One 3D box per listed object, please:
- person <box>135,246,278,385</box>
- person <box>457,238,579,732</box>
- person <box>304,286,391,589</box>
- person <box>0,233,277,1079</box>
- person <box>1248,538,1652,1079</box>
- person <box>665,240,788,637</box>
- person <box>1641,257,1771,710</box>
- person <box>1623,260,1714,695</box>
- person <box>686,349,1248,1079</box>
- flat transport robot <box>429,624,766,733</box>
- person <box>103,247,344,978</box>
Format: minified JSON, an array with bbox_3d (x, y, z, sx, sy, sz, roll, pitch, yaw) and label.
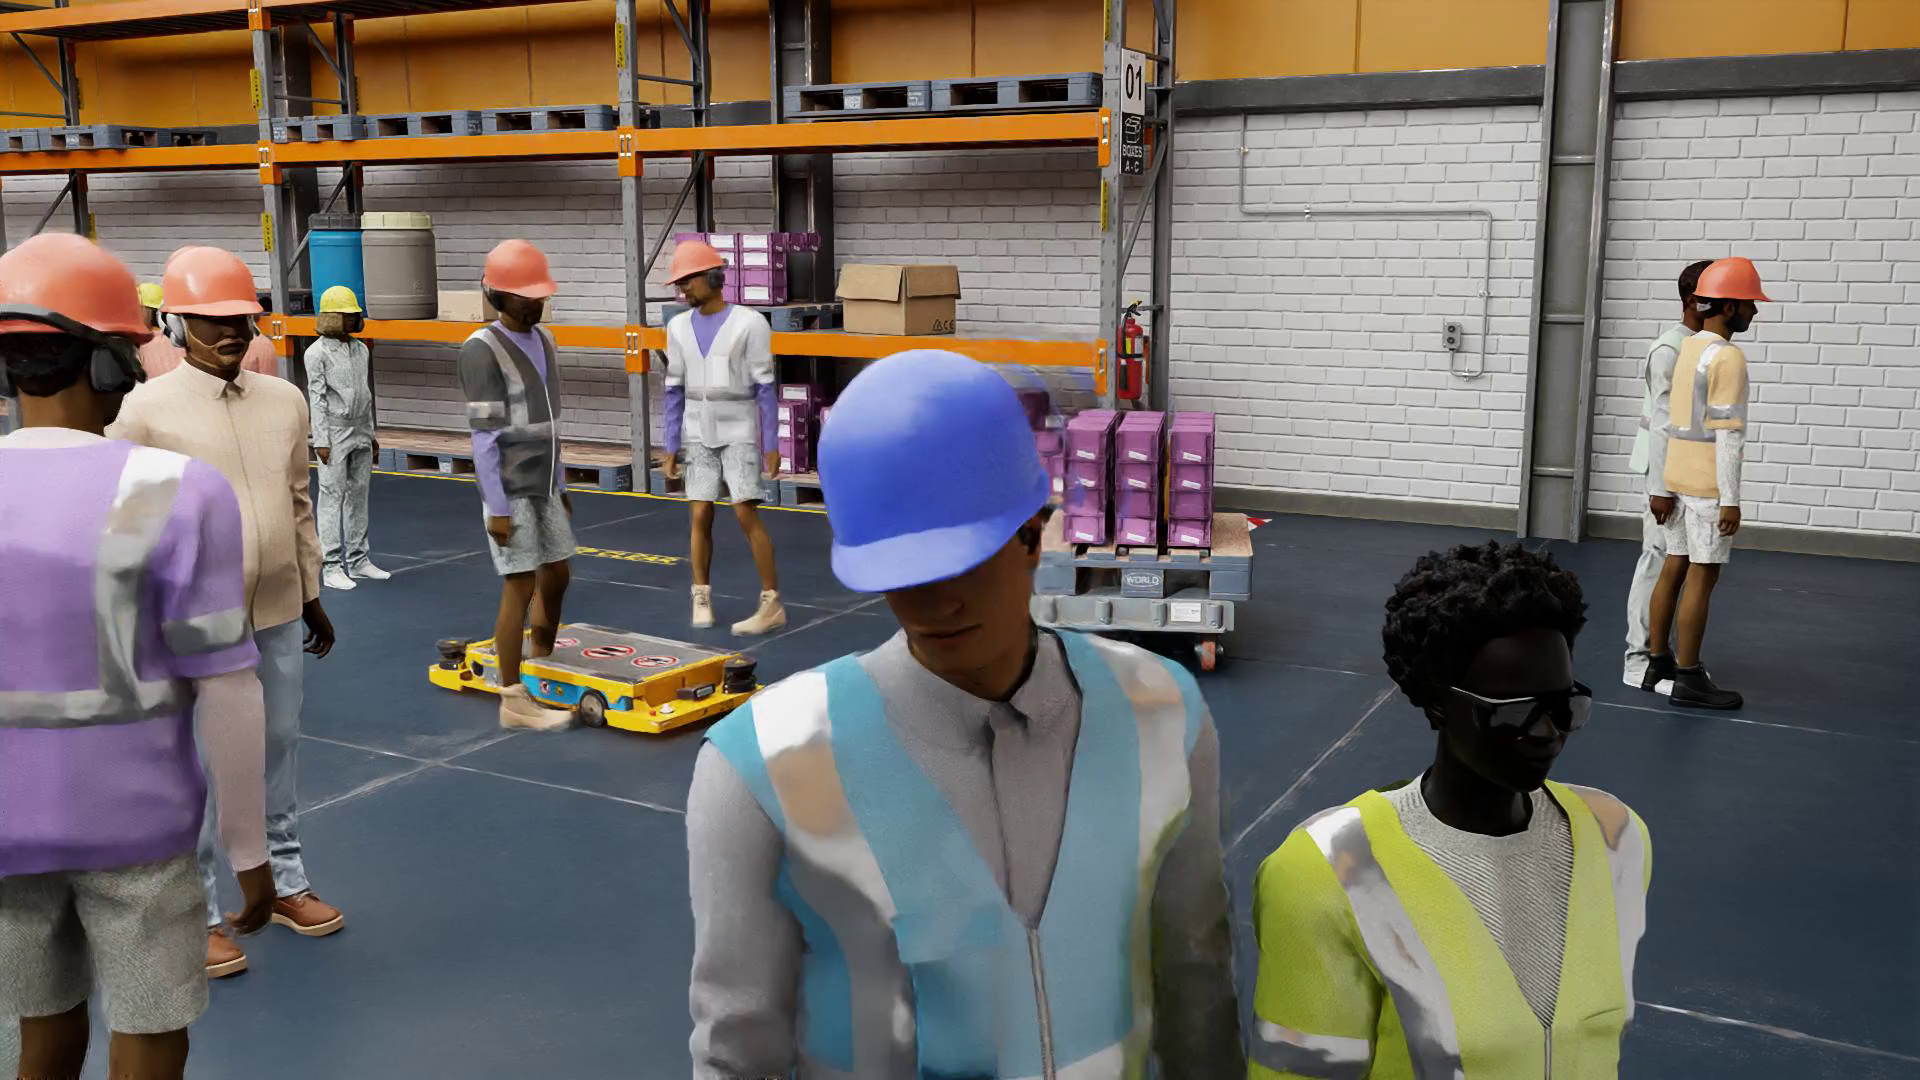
[{"bbox_3d":[-3.213,-0.254,7.138,0.610,1.986,0.415,-3,11,-17],"label":"person"},{"bbox_3d":[-1.777,-0.214,6.839,0.410,2.027,0.615,3,11,16],"label":"person"},{"bbox_3d":[-3.553,-0.596,9.656,0.299,1.743,0.493,4,11,19],"label":"person"},{"bbox_3d":[-1.517,0.494,2.948,0.616,2.027,0.563,0,10,3],"label":"person"},{"bbox_3d":[0.570,0.834,1.944,0.533,1.697,0.318,-4,11,-23],"label":"person"},{"bbox_3d":[-1.228,-0.528,8.553,0.645,2.021,0.418,5,11,23],"label":"person"},{"bbox_3d":[3.238,-0.244,7.194,0.376,1.935,0.550,0,10,-2],"label":"person"},{"bbox_3d":[3.213,-0.282,7.453,0.379,1.917,0.591,9,14,41],"label":"person"},{"bbox_3d":[0.086,0.747,1.865,0.781,1.902,0.394,-5,11,-26],"label":"person"},{"bbox_3d":[-1.604,0.572,7.291,1.431,0.197,0.652,7,12,34],"label":"flat transport robot"},{"bbox_3d":[-2.029,0.193,4.640,0.386,1.992,0.624,6,12,31],"label":"person"}]
